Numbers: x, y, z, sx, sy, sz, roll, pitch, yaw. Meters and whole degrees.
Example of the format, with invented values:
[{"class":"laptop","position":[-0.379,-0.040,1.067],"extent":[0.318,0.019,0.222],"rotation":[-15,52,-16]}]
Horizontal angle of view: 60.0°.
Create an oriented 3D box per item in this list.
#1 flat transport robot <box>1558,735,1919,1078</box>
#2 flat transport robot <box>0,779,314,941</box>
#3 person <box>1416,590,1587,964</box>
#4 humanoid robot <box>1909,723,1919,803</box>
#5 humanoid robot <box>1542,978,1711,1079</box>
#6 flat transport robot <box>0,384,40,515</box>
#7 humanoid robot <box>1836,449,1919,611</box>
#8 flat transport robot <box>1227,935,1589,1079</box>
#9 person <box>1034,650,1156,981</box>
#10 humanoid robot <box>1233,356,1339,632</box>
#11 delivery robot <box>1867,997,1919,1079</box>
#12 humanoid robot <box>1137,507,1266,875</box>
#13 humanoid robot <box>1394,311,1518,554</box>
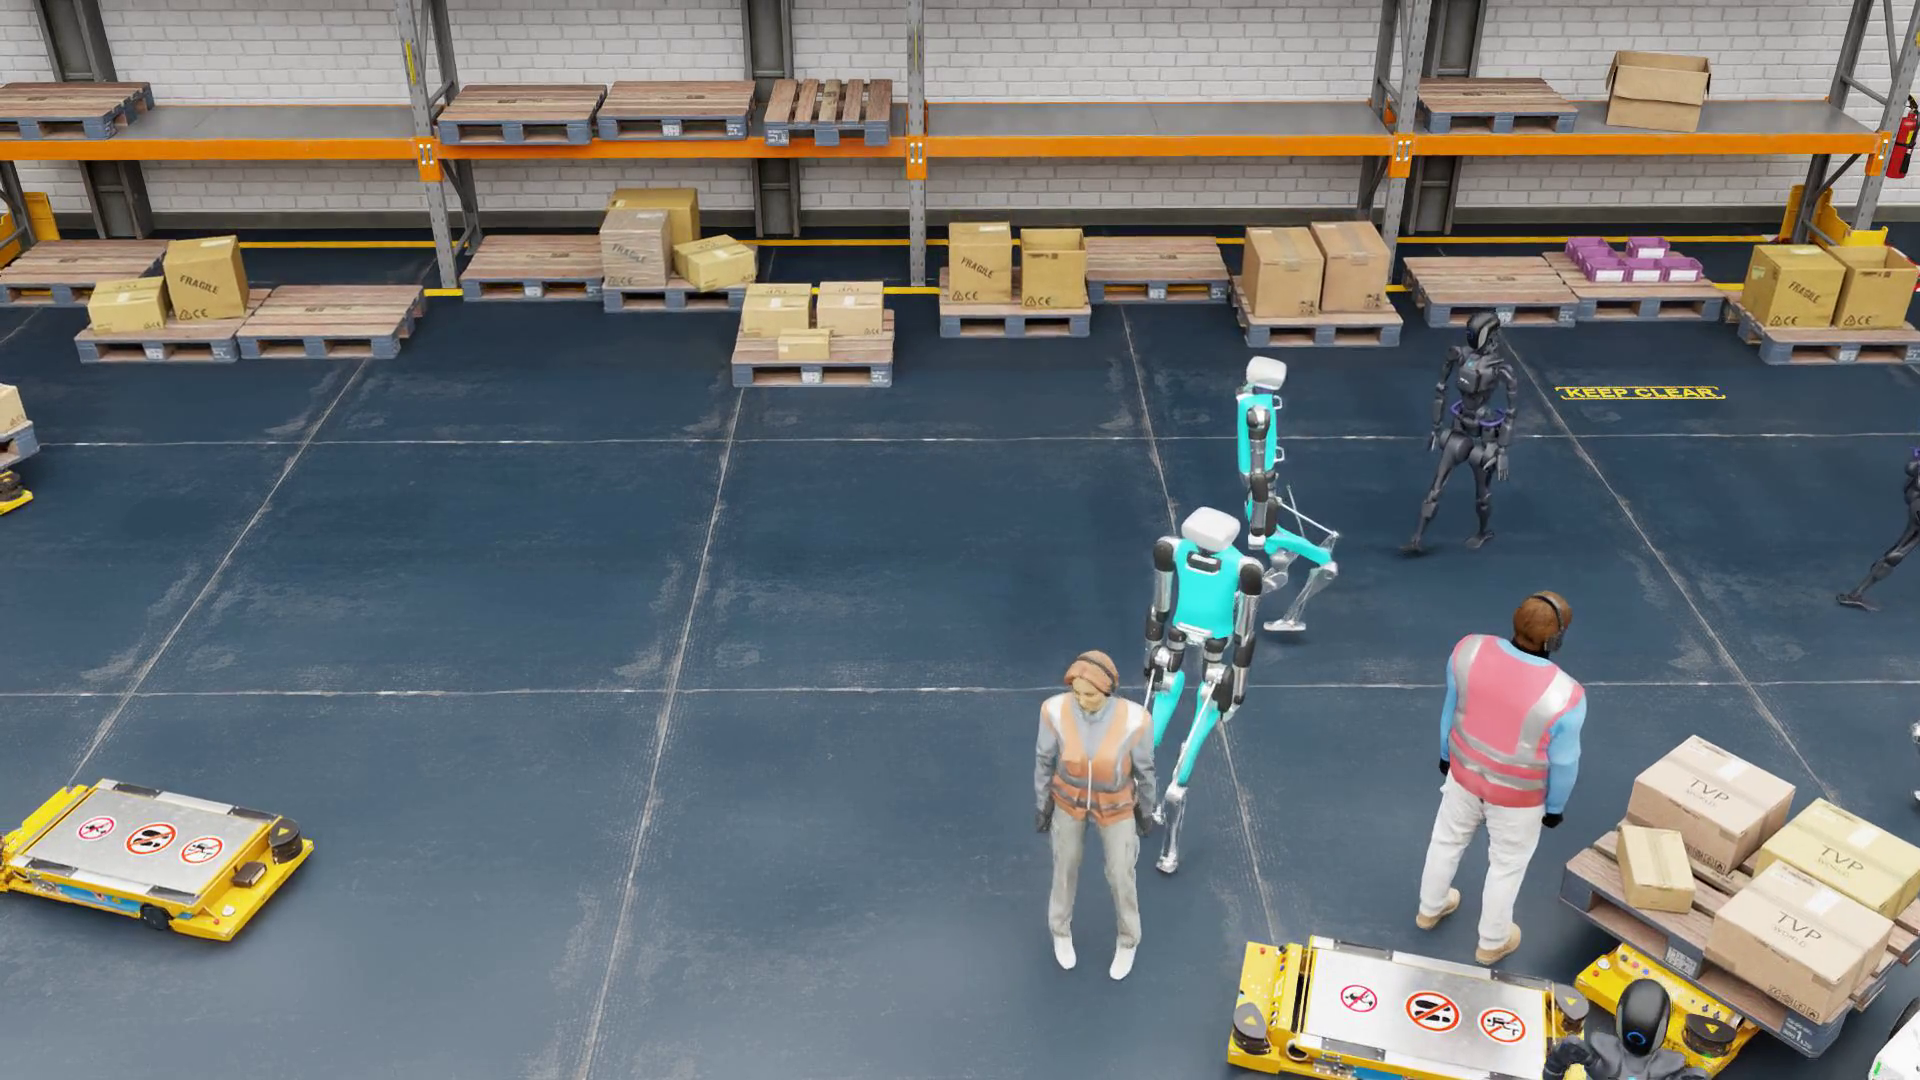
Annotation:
[{"class":"flat transport robot","position":[3.443,1.794,7.424],"extent":[1.431,0.231,0.659],"rotation":[-23,38,-33]},{"class":"flat transport robot","position":[-3.902,1.496,7.920],"extent":[1.431,0.231,0.659],"rotation":[8,32,14]},{"class":"person","position":[2.346,1.022,7.200],"extent":[0.433,1.833,0.626],"rotation":[-24,38,-34]},{"class":"humanoid robot","position":[4.902,0.637,7.963],"extent":[0.756,1.814,0.542],"rotation":[8,32,13]},{"class":"humanoid robot","position":[2.166,2.127,5.502],"extent":[0.595,1.652,0.384],"rotation":[11,33,18]},{"class":"flat transport robot","position":[-6.908,-0.353,10.999],"extent":[1.431,0.231,0.659],"rotation":[15,34,23]},{"class":"humanoid robot","position":[5.658,-0.298,9.579],"extent":[0.774,1.623,0.587],"rotation":[6,32,10]},{"class":"flat transport robot","position":[1.888,2.050,6.998],"extent":[1.431,0.231,0.659],"rotation":[8,32,13]},{"class":"person","position":[0.577,1.161,7.152],"extent":[0.524,1.631,0.362],"rotation":[10,32,16]},{"class":"humanoid robot","position":[1.791,-0.179,9.275],"extent":[0.957,1.754,0.543],"rotation":[3,31,5]},{"class":"delivery robot","position":[3.961,2.094,6.665],"extent":[0.791,0.614,0.499],"rotation":[-23,38,-33]},{"class":"humanoid robot","position":[0.996,0.787,7.701],"extent":[0.530,1.799,0.813],"rotation":[15,34,24]},{"class":"humanoid robot","position":[3.099,-0.616,10.108],"extent":[0.755,1.628,0.608],"rotation":[-22,38,-32]}]
